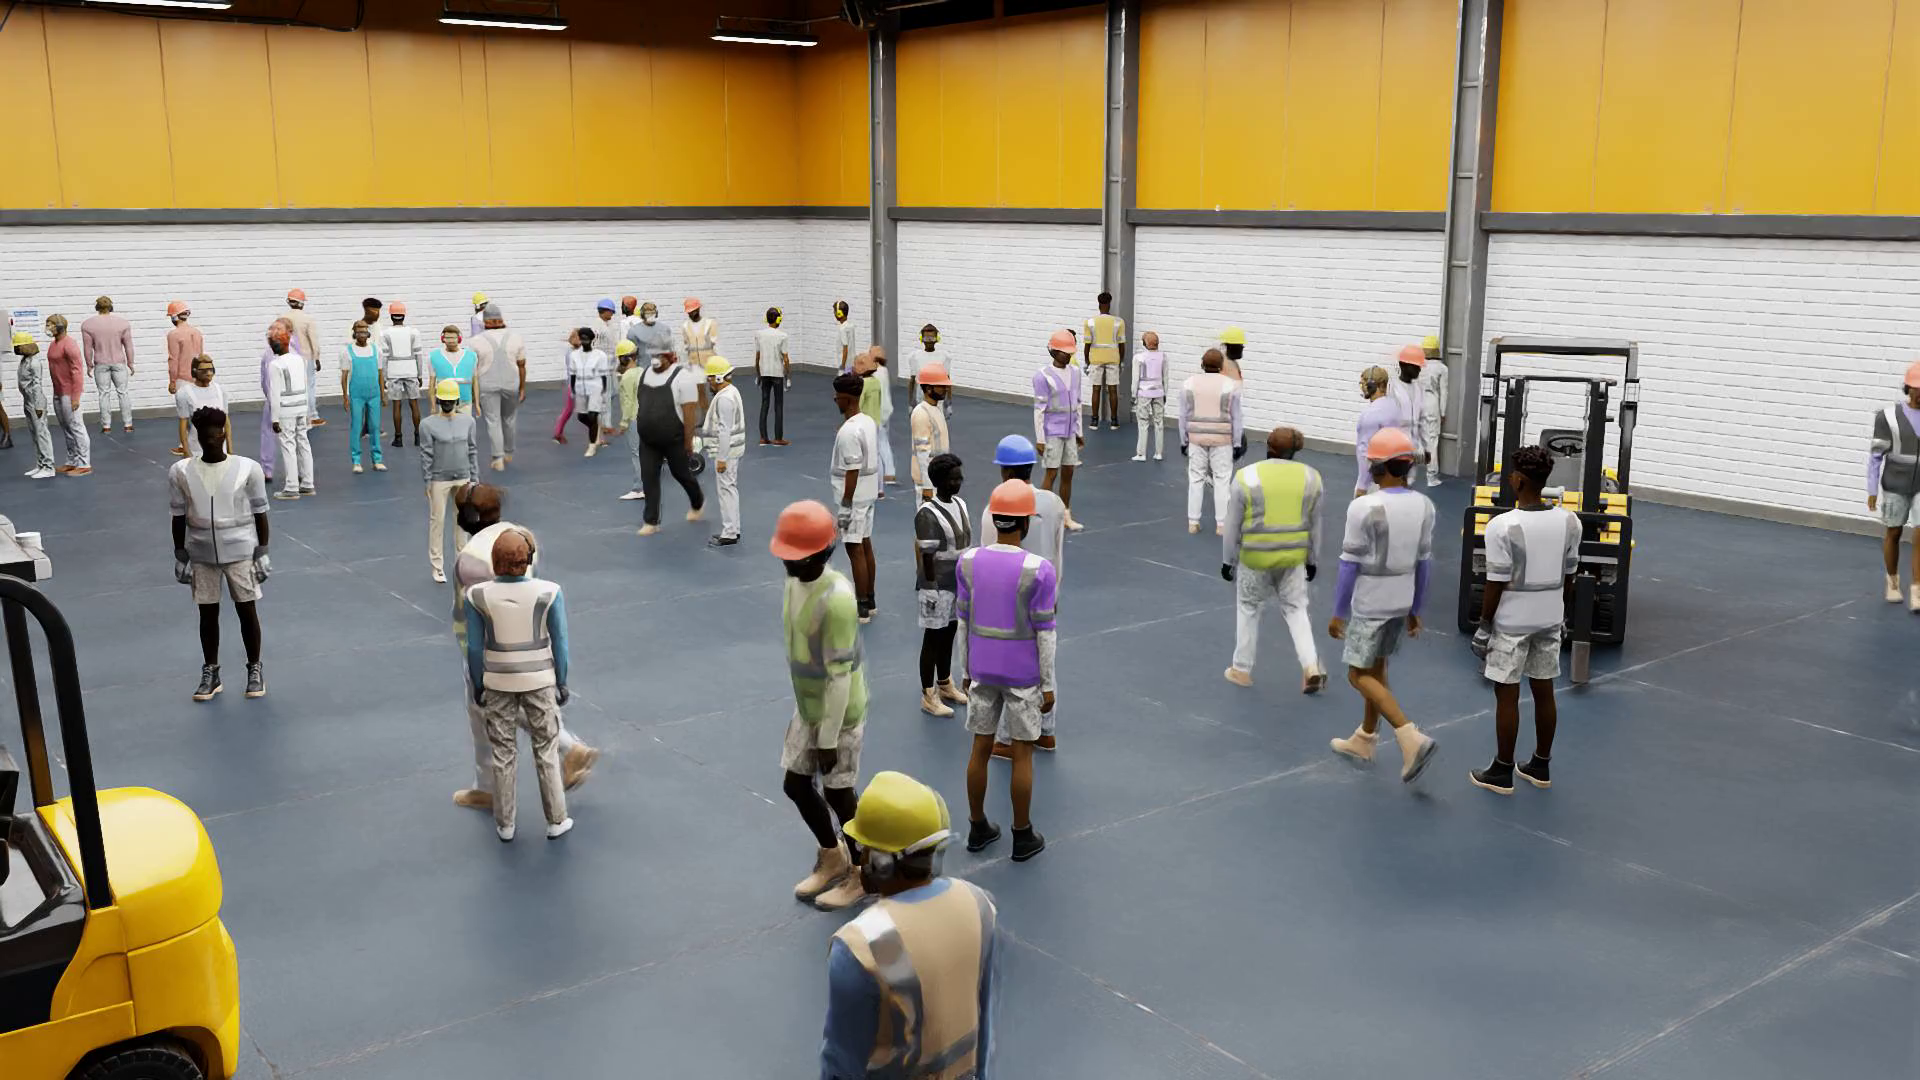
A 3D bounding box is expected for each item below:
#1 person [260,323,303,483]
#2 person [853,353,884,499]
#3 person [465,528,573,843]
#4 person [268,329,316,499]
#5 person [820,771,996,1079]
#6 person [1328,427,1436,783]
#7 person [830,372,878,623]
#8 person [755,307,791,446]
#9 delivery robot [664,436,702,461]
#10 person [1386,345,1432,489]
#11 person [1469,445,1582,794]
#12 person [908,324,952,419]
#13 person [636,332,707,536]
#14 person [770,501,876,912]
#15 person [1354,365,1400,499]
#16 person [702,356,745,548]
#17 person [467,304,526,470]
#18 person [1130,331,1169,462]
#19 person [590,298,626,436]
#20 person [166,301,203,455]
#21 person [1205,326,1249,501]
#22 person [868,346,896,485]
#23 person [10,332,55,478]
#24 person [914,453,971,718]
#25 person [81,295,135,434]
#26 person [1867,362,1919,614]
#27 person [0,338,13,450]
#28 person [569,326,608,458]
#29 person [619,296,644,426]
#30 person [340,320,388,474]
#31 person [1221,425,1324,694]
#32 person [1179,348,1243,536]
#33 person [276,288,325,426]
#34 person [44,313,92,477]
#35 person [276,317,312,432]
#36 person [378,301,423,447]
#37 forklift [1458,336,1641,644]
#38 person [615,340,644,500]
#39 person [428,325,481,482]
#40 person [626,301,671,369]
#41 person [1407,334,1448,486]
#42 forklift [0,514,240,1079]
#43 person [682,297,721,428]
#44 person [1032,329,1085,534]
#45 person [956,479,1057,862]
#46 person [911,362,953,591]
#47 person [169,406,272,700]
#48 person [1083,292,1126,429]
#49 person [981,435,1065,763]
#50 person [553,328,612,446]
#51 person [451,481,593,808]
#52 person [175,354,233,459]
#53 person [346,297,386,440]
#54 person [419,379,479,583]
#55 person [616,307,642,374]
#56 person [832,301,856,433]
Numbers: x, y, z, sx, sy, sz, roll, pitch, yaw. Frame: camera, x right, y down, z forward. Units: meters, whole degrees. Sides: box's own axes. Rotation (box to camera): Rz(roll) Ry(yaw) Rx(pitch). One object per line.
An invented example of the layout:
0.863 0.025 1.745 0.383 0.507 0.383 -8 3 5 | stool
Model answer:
-7.947 -1.583 19.363 0.749 1.855 0.725 3 12 14 | person
-1.014 -1.226 18.168 0.271 1.627 0.501 6 13 26 | person
-2.267 0.753 8.568 0.514 1.641 0.315 -1 12 -5 | person
-7.389 -1.386 18.330 0.360 1.880 0.575 3 12 16 | person
-0.107 1.514 4.469 0.654 1.817 0.603 9 15 36 | person
2.449 0.370 9.487 0.617 2.024 0.818 -7 14 -32 | person
-0.829 -0.333 13.026 0.361 1.963 0.614 2 12 12 | person
-2.495 -2.177 22.209 0.524 1.857 0.340 4 12 19 | person
-3.471 -1.109 19.972 0.707 0.478 0.477 -4 12 -17 | delivery robot
4.287 -0.885 15.787 0.578 1.920 0.653 -8 14 -33 | person
3.139 0.444 9.271 0.603 1.967 0.367 -4 12 -19 | person
-0.345 -1.586 19.345 0.512 1.862 0.322 0 12 2 | person
-2.890 -1.107 16.580 0.683 2.000 0.936 5 13 21 | person
-0.624 0.777 7.586 0.595 1.993 0.641 -7 14 -31 | person
3.462 -0.495 13.907 0.374 1.929 0.635 7 14 30 | person
-2.248 -0.842 15.847 0.403 1.820 0.603 -1 12 -4 | person
-5.739 -1.913 20.475 0.693 2.000 0.876 -6 13 -28 | person
2.383 -1.797 20.887 0.520 1.640 0.307 -5 13 -21 | person
-5.008 -2.428 23.277 0.592 1.911 0.628 2 12 9 | person
-10.026 -2.100 21.534 0.411 1.980 0.625 2 12 11 | person
2.942 -1.371 18.149 0.420 1.916 0.606 5 13 21 | person
-0.912 -1.447 19.299 0.416 1.596 0.583 2 12 9 | person
-11.009 -1.601 19.719 0.483 1.737 0.320 11 16 43 | person
-0.099 0.279 10.720 0.318 1.698 0.535 6 13 25 | person
-11.916 -2.451 23.319 0.636 1.939 0.363 -6 13 -27 | person
7.618 -0.411 13.316 0.628 1.995 0.992 4 12 20 | person
-12.839 -2.135 21.841 0.543 1.926 0.394 2 12 7 | person
-4.750 -1.925 21.415 0.543 1.669 0.688 3 12 15 | person
-4.769 -2.596 24.153 0.356 1.885 0.574 3 12 16 | person
-7.177 -1.727 20.051 0.516 1.843 0.327 -9 15 -36 | person
2.099 0.139 11.131 0.665 1.814 0.680 -2 12 -9 | person
2.471 -0.957 16.399 0.640 1.849 0.439 5 13 21 | person
-9.544 -2.632 24.083 0.628 1.987 0.406 1 12 7 | person
-10.638 -1.723 19.802 0.638 1.938 0.357 10 16 41 | person
-9.430 -2.332 23.519 0.330 1.627 0.536 -2 12 -10 | person
-7.433 -2.207 22.144 0.543 1.938 0.357 -6 13 -26 | person
4.683 -0.471 13.136 1.214 2.155 2.313 4 12 20 | forklift
-3.613 -1.323 18.312 0.328 1.760 0.524 2 12 9 | person
-5.876 -1.583 19.359 0.567 1.841 0.377 -5 13 -24 | person
-4.132 -2.222 22.253 0.635 1.929 0.381 -8 14 -33 | person
5.370 -1.496 19.189 0.490 1.742 0.326 7 13 29 | person
-3.687 1.115 5.480 2.313 2.155 1.214 -9 15 -36 | forklift
-3.702 -2.595 24.152 0.605 1.893 0.774 3 12 13 | person
0.994 -1.057 16.384 0.612 2.029 0.407 -10 16 -41 | person
0.244 0.652 8.366 0.544 1.930 0.389 6 13 28 | person
-0.226 -0.530 14.045 0.355 1.938 0.545 2 12 11 | person
-4.885 0.085 11.004 0.616 1.963 0.361 -2 12 -11 | person
2.061 -2.555 23.773 0.604 1.959 0.378 1 12 3 | person
0.350 0.345 9.825 0.609 1.940 0.414 -10 15 -39 | person
-5.117 -2.045 22.216 0.839 1.591 0.511 5 13 24 | person
-2.433 0.579 8.999 0.664 1.818 0.636 2 12 11 | person
-7.216 -0.869 15.944 0.349 1.837 0.502 8 14 35 | person
-8.164 -2.351 22.842 0.403 1.944 0.730 5 13 24 | person
-4.409 -0.522 14.429 0.526 1.765 0.329 -10 16 -41 | person
-4.752 -2.523 24.204 0.503 1.717 0.700 2 12 10 | person
-1.626 -2.424 23.378 0.331 1.865 0.519 2 12 8 | person
